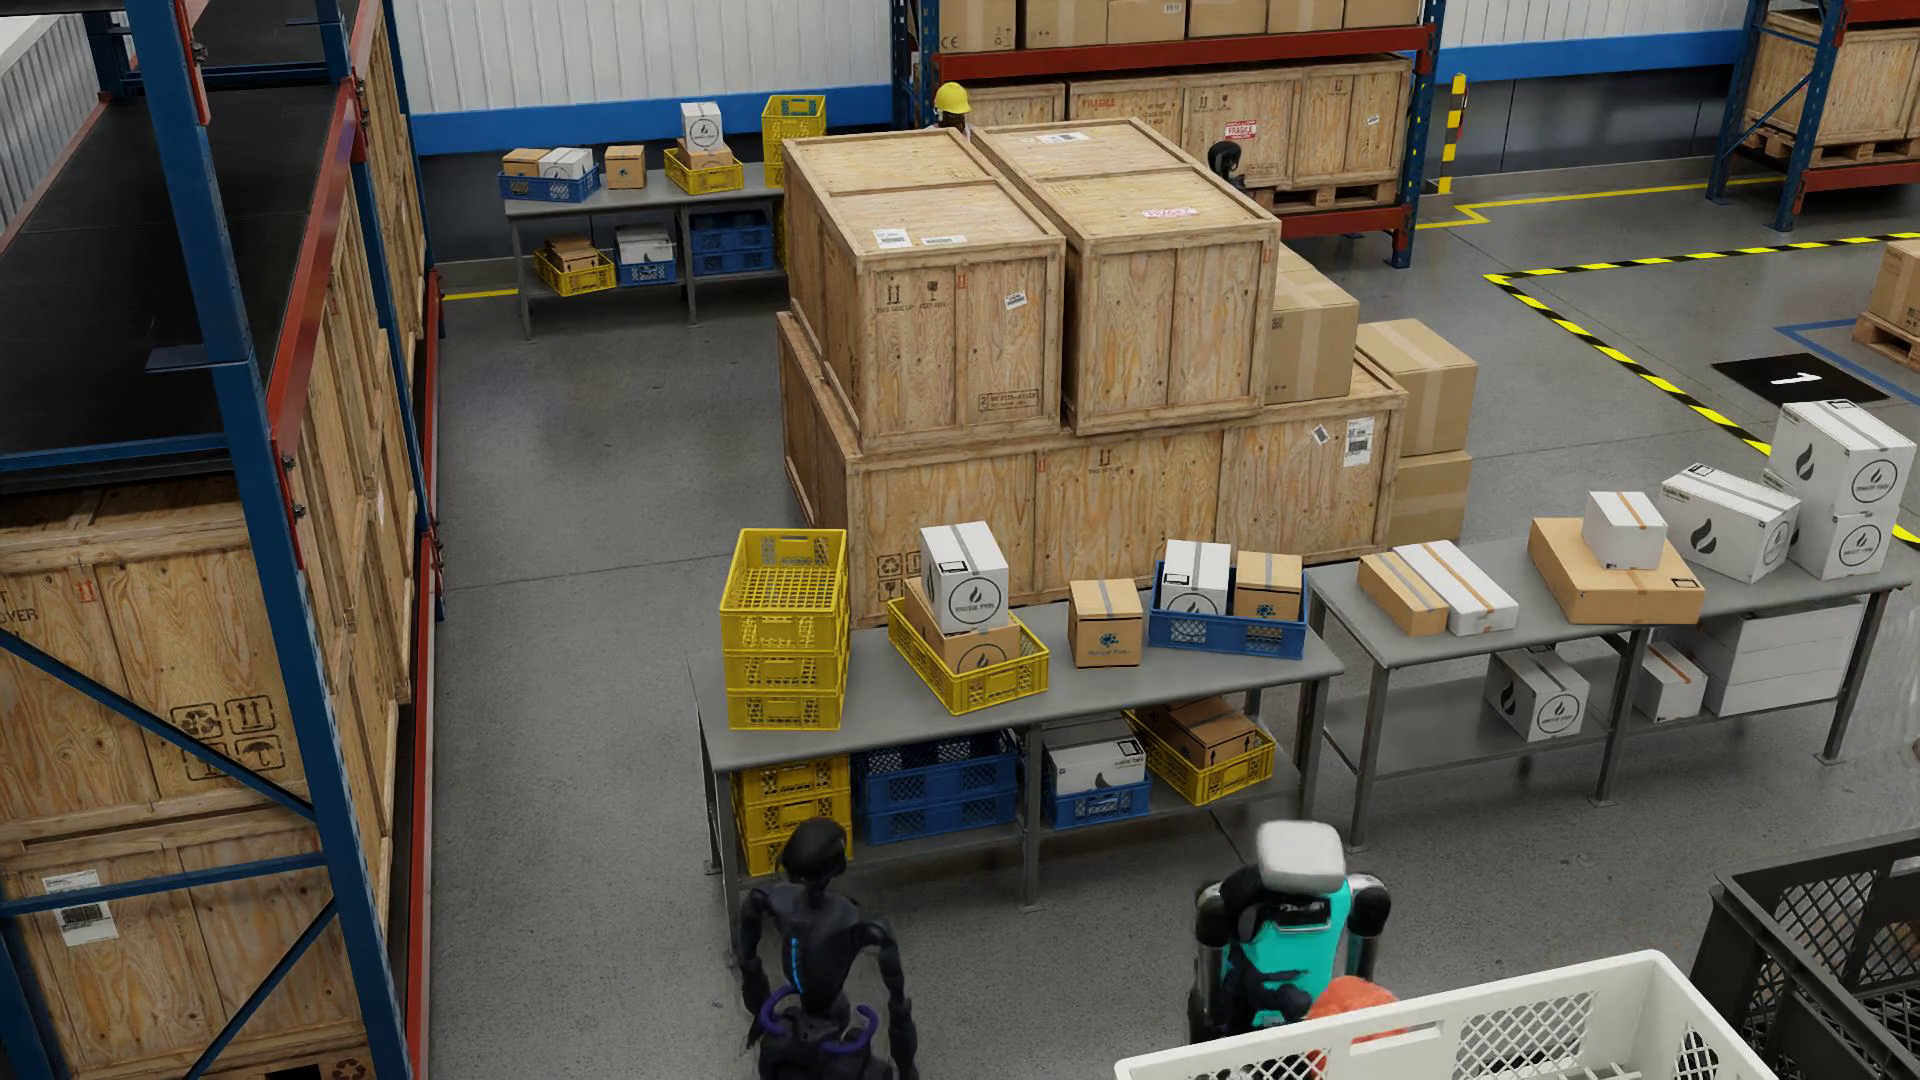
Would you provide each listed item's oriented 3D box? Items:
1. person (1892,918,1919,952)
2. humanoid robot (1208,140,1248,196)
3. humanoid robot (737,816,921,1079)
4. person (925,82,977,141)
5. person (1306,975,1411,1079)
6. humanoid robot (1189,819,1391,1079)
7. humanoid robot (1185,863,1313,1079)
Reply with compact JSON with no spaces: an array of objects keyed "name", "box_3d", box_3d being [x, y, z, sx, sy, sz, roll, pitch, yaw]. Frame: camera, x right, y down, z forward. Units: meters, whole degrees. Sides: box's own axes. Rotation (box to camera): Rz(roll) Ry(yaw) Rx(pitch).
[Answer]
[{"name":"person","box_3d":[3.791,0.784,6.032,0.421,1.870,0.588,-5,29,-10]},{"name":"humanoid robot","box_3d":[1.803,-1.838,11.000,0.463,1.646,0.595,-6,29,-11]},{"name":"humanoid robot","box_3d":[-0.440,1.544,4.886,0.603,1.645,0.706,12,31,21]},{"name":"person","box_3d":[-0.064,-2.290,11.652,0.599,1.829,0.404,-23,37,-36]},{"name":"person","box_3d":[0.957,1.898,3.902,0.695,1.973,0.935,20,35,32]},{"name":"humanoid robot","box_3d":[0.925,1.682,4.568,0.531,1.799,0.797,-3,29,-5]},{"name":"humanoid robot","box_3d":[0.829,1.576,4.829,0.723,1.618,0.608,-13,31,-23]}]
